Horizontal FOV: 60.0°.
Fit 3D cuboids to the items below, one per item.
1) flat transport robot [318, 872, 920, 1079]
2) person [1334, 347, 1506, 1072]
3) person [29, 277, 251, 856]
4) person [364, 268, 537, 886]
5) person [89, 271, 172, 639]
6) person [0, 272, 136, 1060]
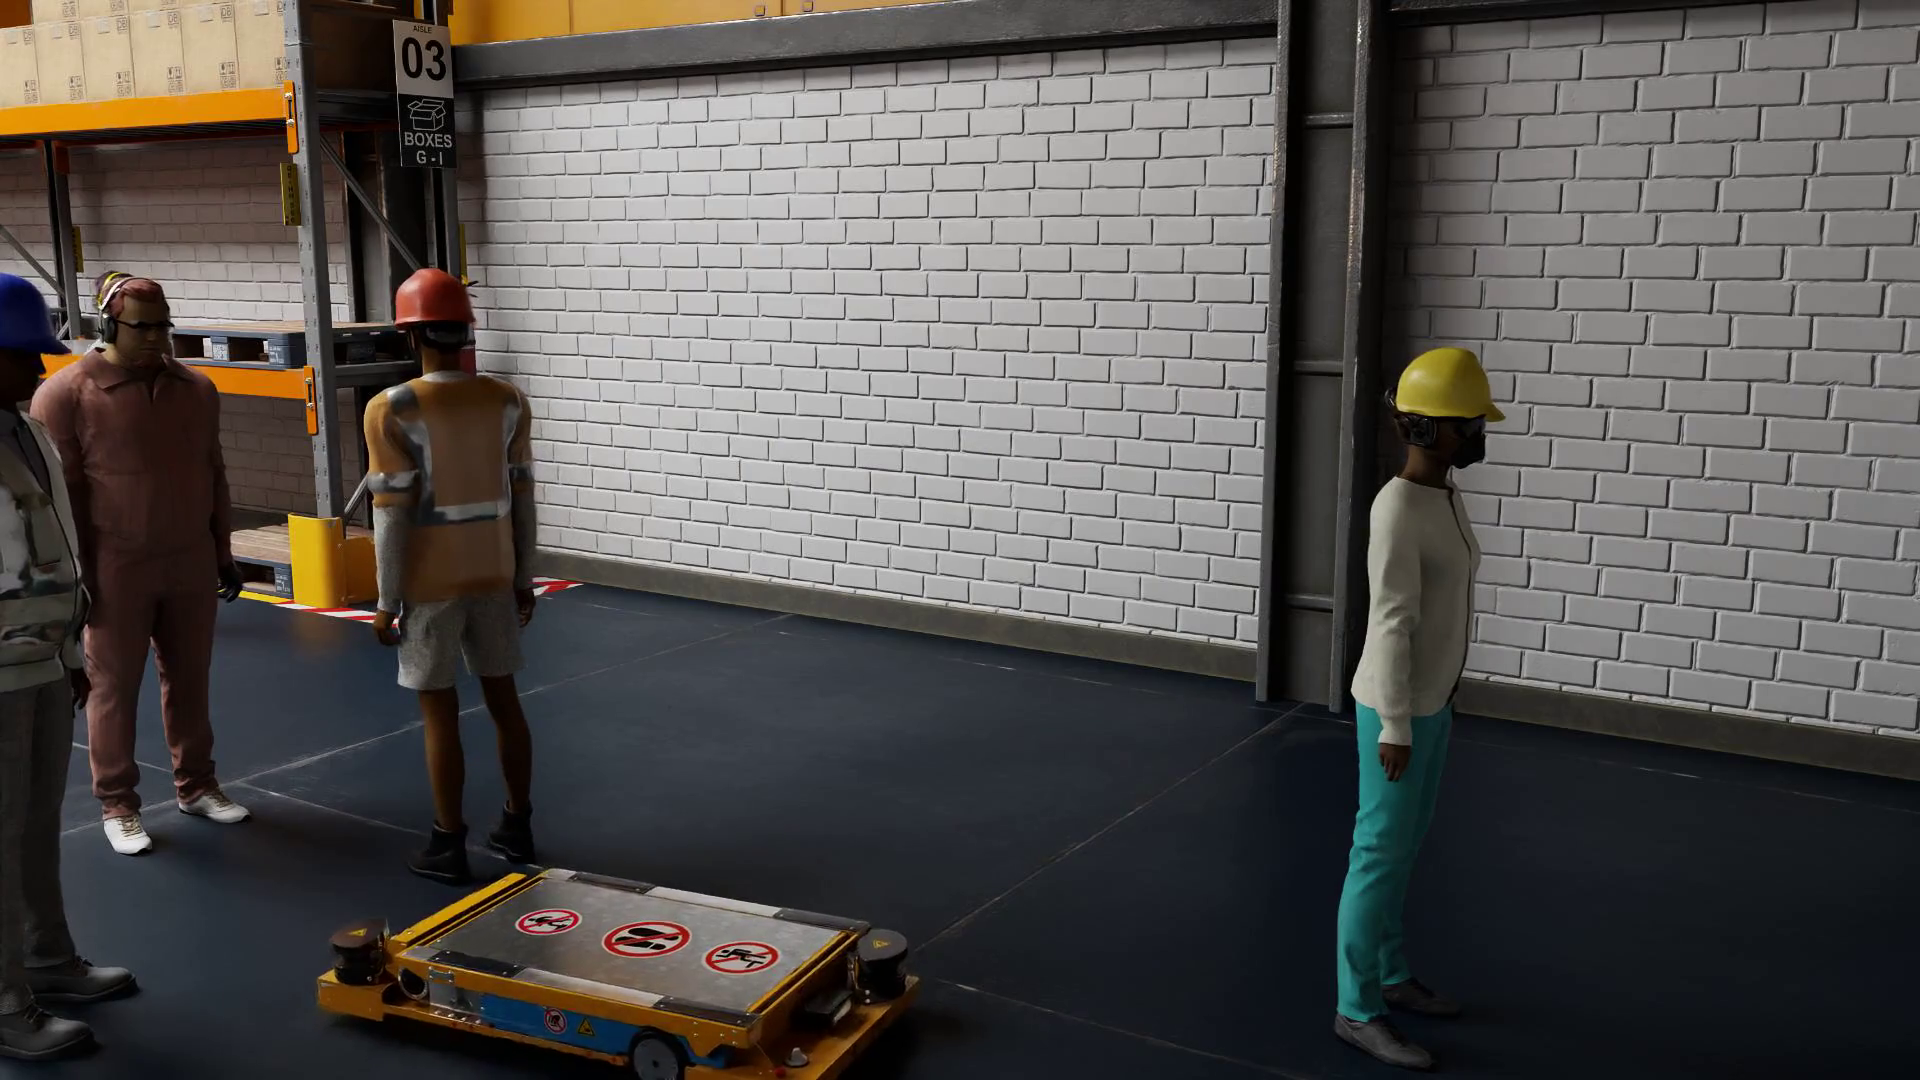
[{"bbox_3d":[-0.888,1.119,4.336,1.431,0.197,0.652,4,11,23],"label":"flat transport robot"},{"bbox_3d":[1.151,0.407,4.138,0.326,1.767,0.533,6,12,28],"label":"person"},{"bbox_3d":[-2.714,0.077,5.593,0.409,1.903,0.639,7,12,33],"label":"person"},{"bbox_3d":[-1.612,0.117,5.274,0.551,1.932,0.378,-10,14,-43],"label":"person"},{"bbox_3d":[-4.162,-0.406,8.352,0.340,1.869,0.574,3,11,15],"label":"person"},{"bbox_3d":[-2.375,0.310,4.183,0.407,1.945,0.616,-1,10,-6],"label":"person"}]
